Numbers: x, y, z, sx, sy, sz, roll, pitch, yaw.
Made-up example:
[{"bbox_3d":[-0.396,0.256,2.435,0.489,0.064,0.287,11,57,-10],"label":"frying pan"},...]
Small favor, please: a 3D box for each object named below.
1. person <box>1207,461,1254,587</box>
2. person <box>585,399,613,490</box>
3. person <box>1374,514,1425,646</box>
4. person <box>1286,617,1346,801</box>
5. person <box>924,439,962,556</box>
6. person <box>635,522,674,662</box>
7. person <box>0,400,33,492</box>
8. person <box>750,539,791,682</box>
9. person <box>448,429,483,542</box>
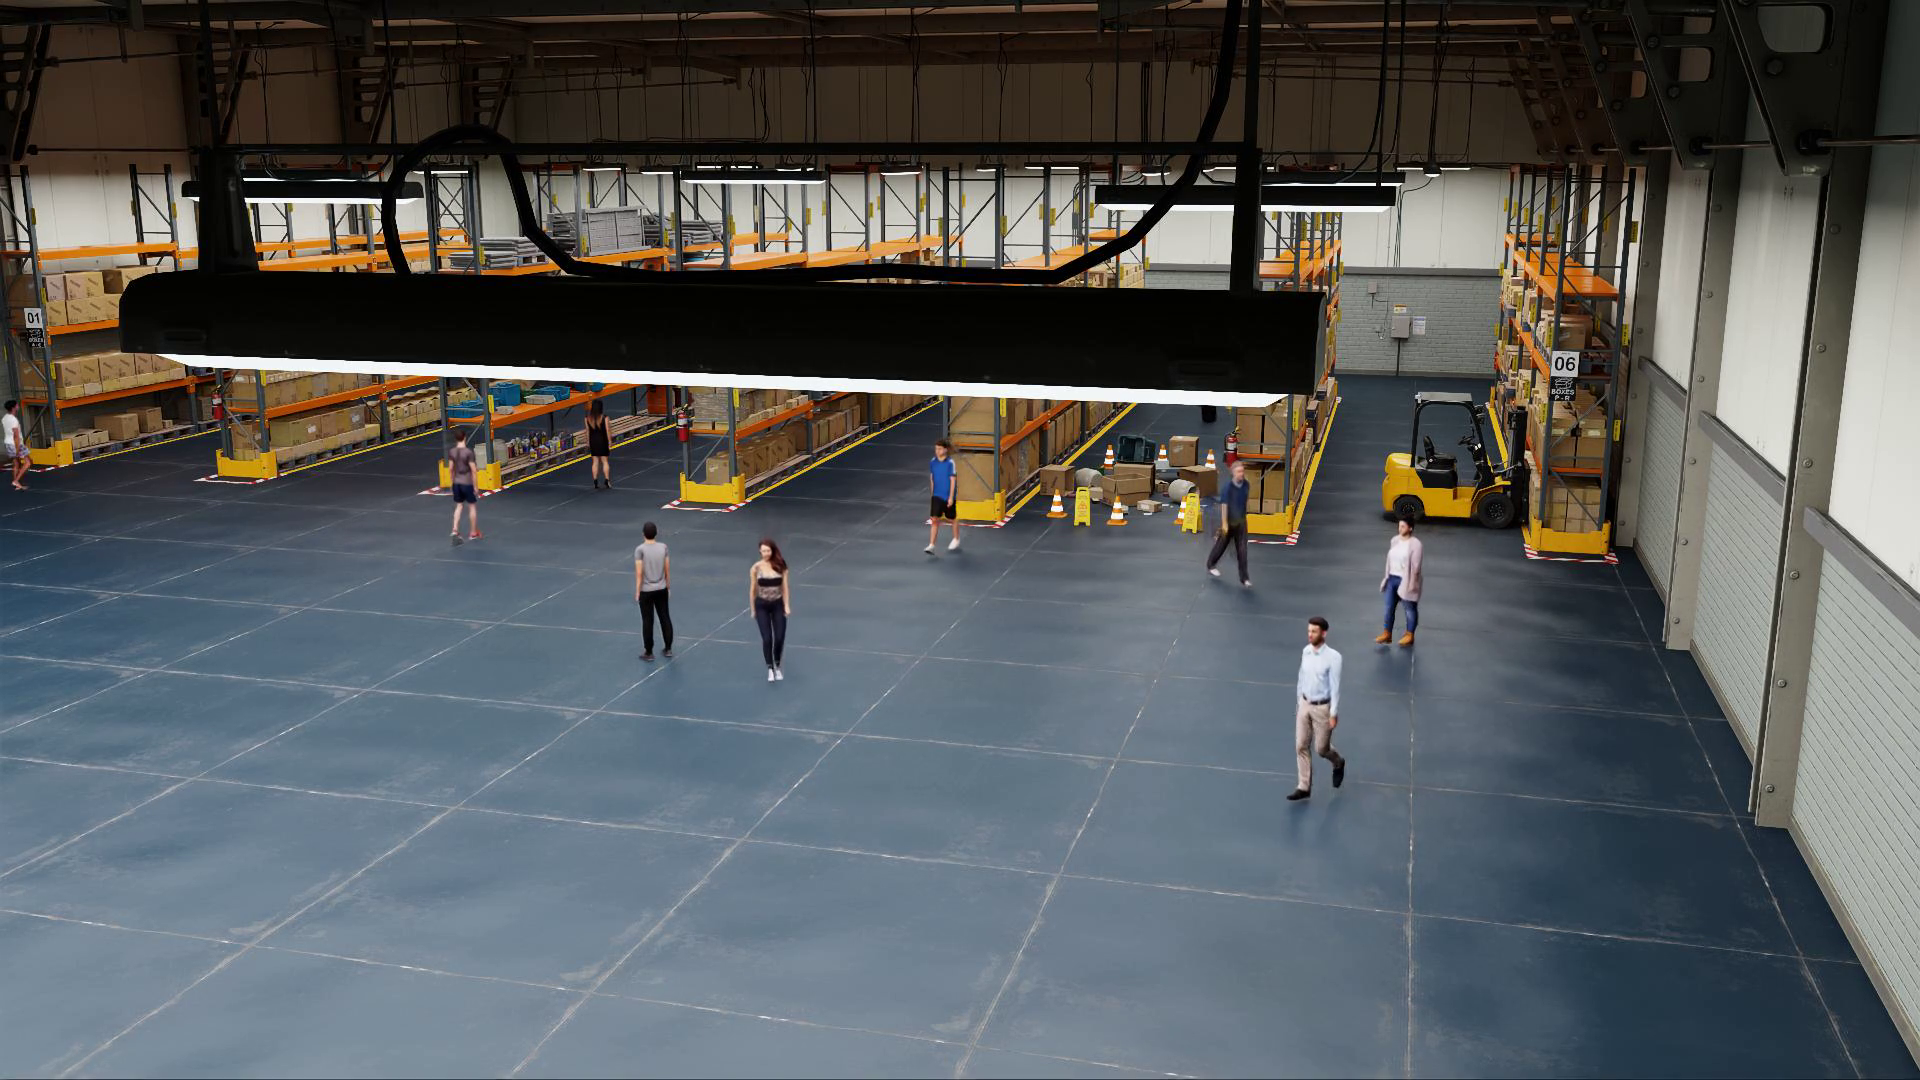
[{"bbox_3d":[3.980,-0.253,24.520,1.185,1.811,1.332,-6,14,-23],"label":"person"},{"bbox_3d":[-6.828,-1.816,31.477,0.673,1.718,0.628,2,13,8],"label":"person"},{"bbox_3d":[5.784,0.508,21.411,0.983,1.731,0.921,-9,16,-33],"label":"person"},{"bbox_3d":[3.540,1.646,16.276,1.107,1.831,0.972,-11,17,-39],"label":"person"},{"bbox_3d":[-0.185,-0.690,26.380,0.782,1.822,1.244,6,14,23],"label":"person"},{"bbox_3d":[-3.849,0.625,20.852,0.668,1.754,0.758,-10,16,-36],"label":"person"},{"bbox_3d":[-17.825,-1.760,31.228,0.730,1.720,0.746,9,16,33],"label":"person"},{"bbox_3d":[-2.287,0.827,19.984,0.746,1.753,0.774,-2,13,-9],"label":"person"},{"bbox_3d":[-8.140,-0.883,27.160,0.662,1.847,0.900,3,13,13],"label":"person"}]
